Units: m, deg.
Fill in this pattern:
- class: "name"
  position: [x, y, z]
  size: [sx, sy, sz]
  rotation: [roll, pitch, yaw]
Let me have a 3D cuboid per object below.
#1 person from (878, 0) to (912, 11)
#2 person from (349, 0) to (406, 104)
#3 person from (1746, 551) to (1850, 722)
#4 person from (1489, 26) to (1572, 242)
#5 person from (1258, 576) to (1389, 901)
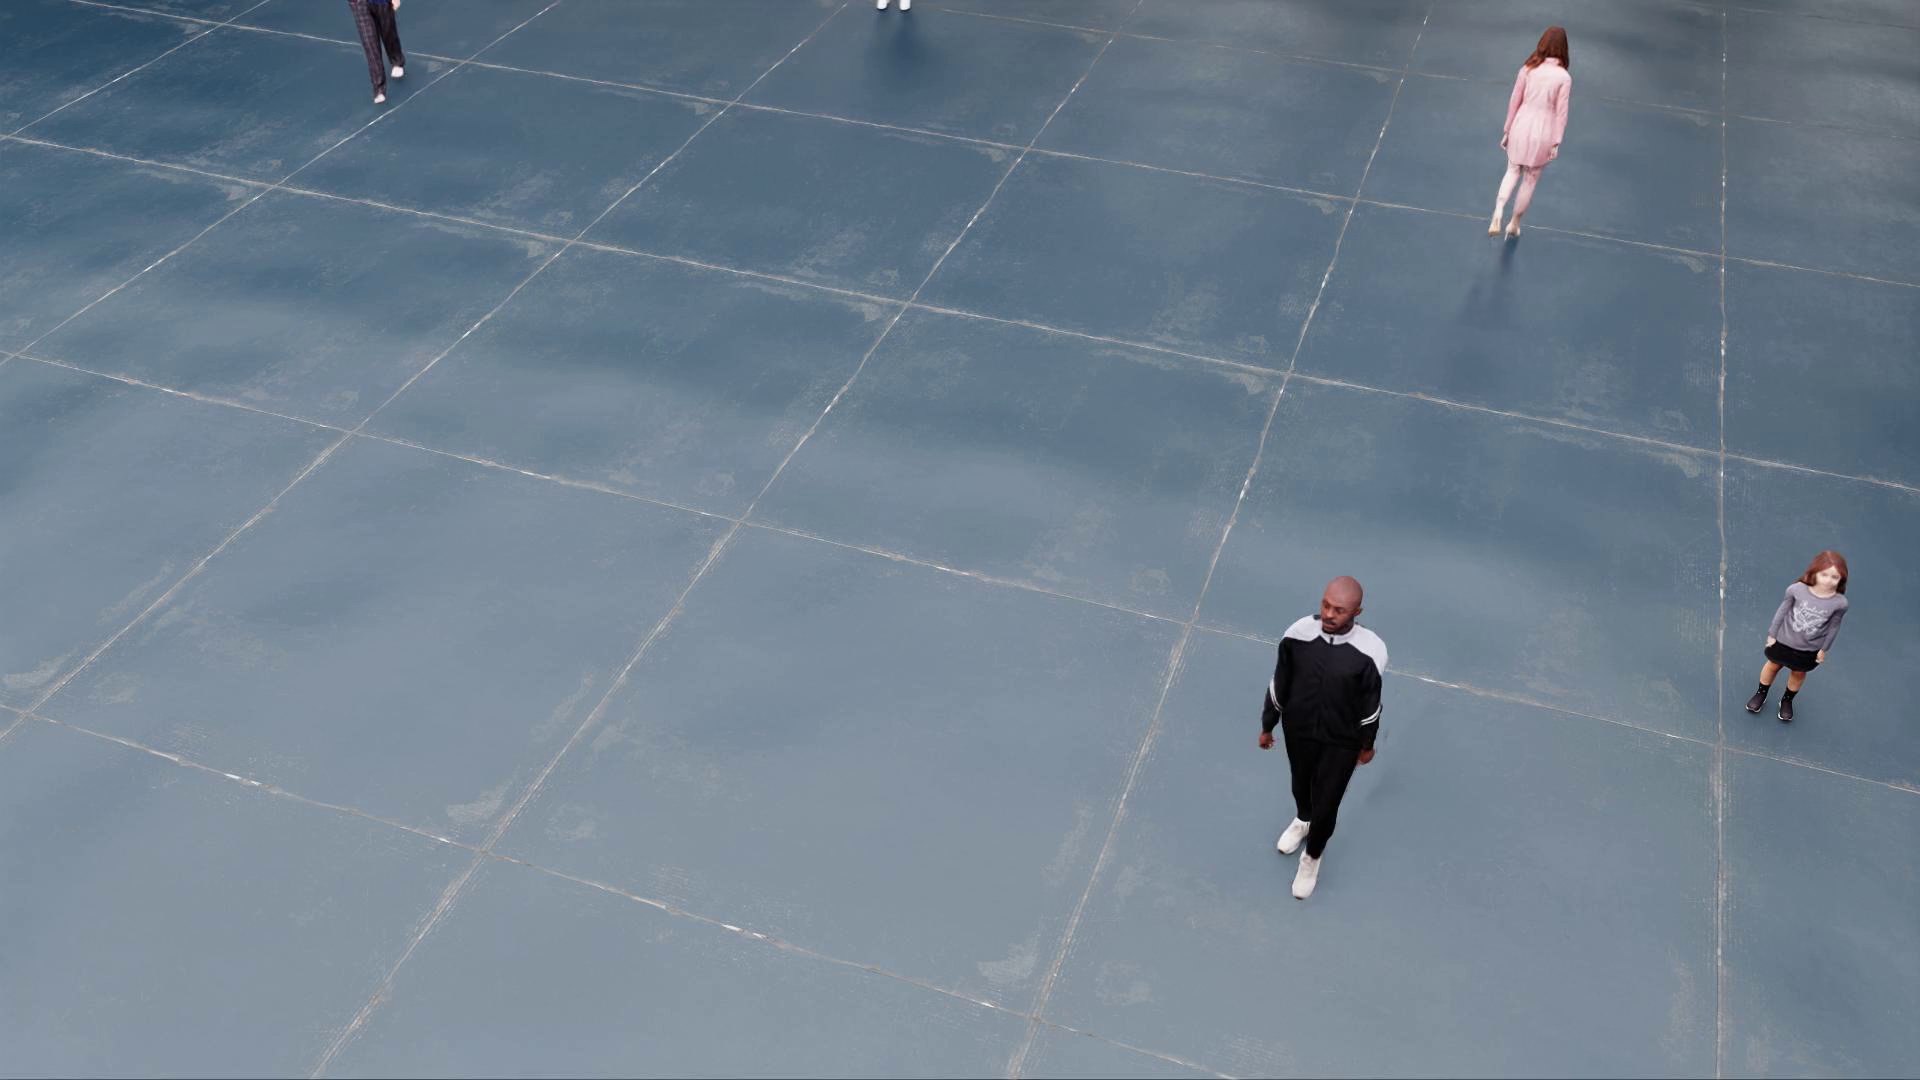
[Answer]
- class: "person"
  position: [-0.700, -6.445, 17.574]
  size: [0.686, 1.630, 0.654]
  rotation: [2, 38, 2]
- class: "person"
  position: [-5.563, -5.165, 15.786]
  size: [1.076, 1.817, 1.297]
  rotation: [-6, 38, -8]
- class: "person"
  position: [4.610, 0.515, 9.105]
  size: [0.489, 1.104, 0.470]
  rotation: [17, 41, 20]
- class: "person"
  position: [4.527, -3.157, 13.242]
  size: [0.727, 1.790, 0.866]
  rotation: [23, 44, 26]
- class: "person"
  position: [1.809, 0.849, 8.102]
  size: [0.790, 1.813, 0.869]
  rotation: [22, 43, 26]
